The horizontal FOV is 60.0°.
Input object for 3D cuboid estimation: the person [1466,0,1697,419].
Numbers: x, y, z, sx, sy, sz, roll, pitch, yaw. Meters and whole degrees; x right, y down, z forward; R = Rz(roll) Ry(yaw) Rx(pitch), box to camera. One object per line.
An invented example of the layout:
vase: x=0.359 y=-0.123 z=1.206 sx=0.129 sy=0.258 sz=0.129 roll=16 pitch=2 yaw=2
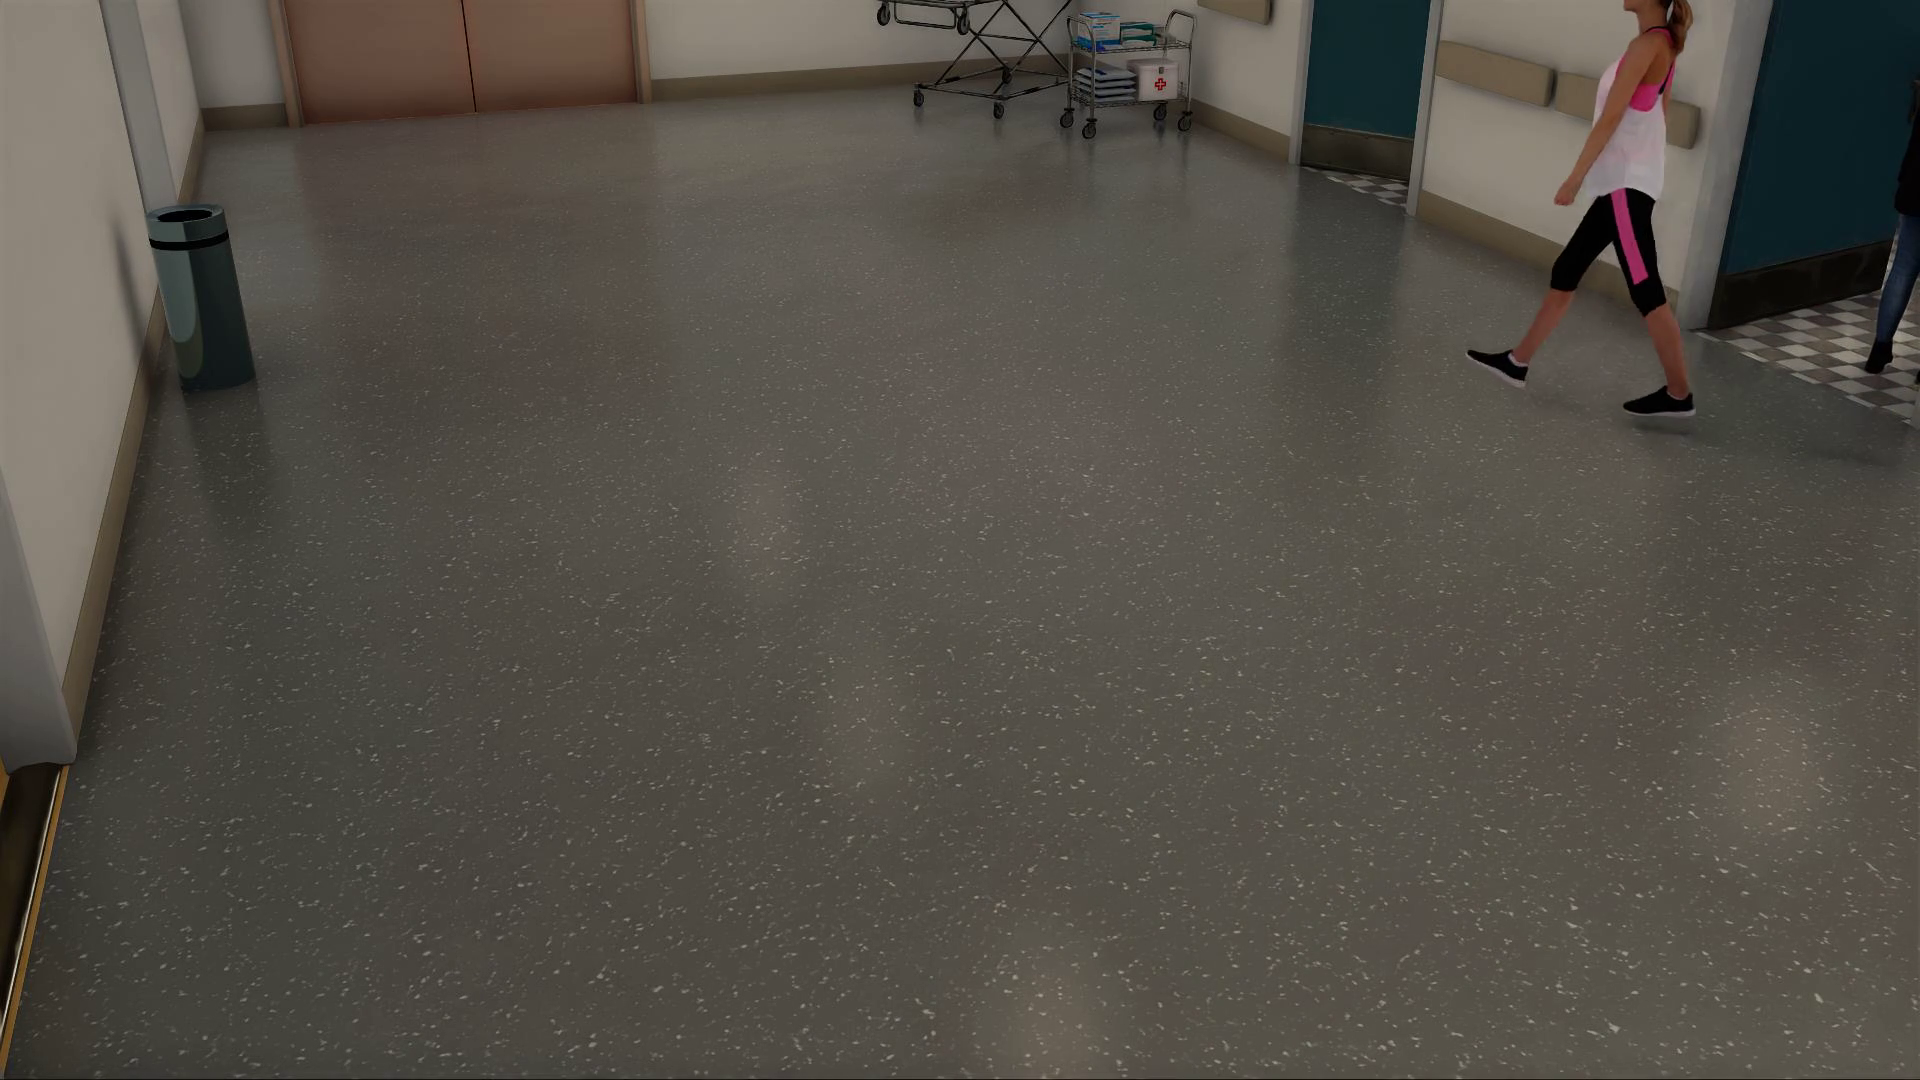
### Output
person: x=2.603 y=-1.267 z=6.278 sx=1.211 sy=1.737 sz=1.084 roll=15 pitch=30 yaw=28

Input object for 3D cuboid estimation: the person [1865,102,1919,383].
person: x=4.052 y=-1.452 z=6.779 sx=0.690 sy=1.635 sz=0.778 roll=21 pitch=33 yaw=36
